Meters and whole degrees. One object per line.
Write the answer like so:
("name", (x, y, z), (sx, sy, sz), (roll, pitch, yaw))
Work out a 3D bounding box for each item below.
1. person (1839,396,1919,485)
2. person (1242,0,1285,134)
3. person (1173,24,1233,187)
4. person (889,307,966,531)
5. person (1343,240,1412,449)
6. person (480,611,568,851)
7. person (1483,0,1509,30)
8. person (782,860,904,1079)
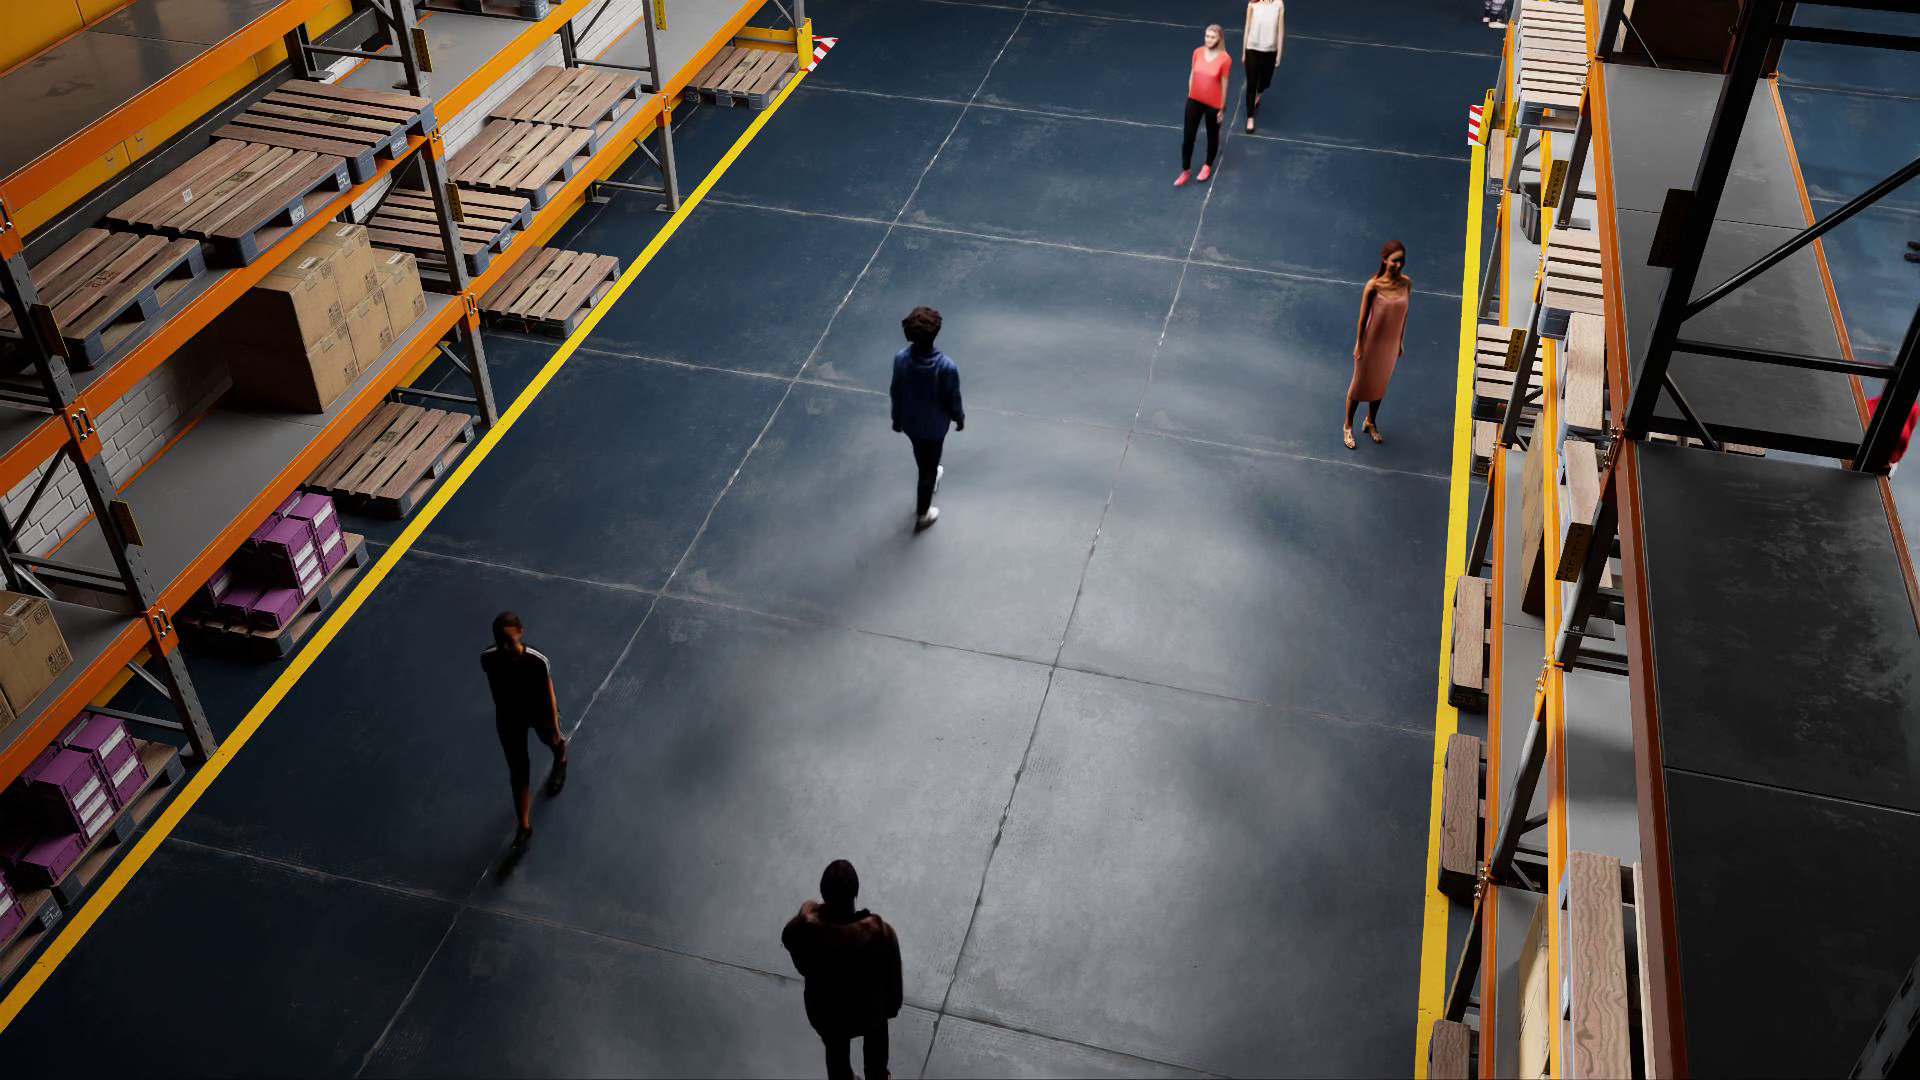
("person", (6.684, -0.583, 12.257), (0.612, 1.665, 0.991), (12, 40, 14))
("person", (3.303, -5.382, 18.237), (0.670, 1.701, 1.024), (5, 39, 6))
("person", (2.588, -4.518, 17.173), (0.735, 1.679, 0.889), (20, 43, 23))
("person", (-0.305, -0.862, 12.518), (0.789, 1.774, 1.017), (16, 41, 19))
("person", (3.356, -1.576, 13.366), (0.657, 1.832, 0.674), (-11, 40, -13))
("person", (-2.642, 1.028, 10.274), (0.741, 1.623, 1.160), (2, 39, 3))
("person", (6.745, -7.204, 20.492), (0.729, 1.733, 0.565), (-2, 39, -3))
("person", (-0.588, 2.388, 8.403), (0.814, 1.831, 0.755), (2, 39, 3))
